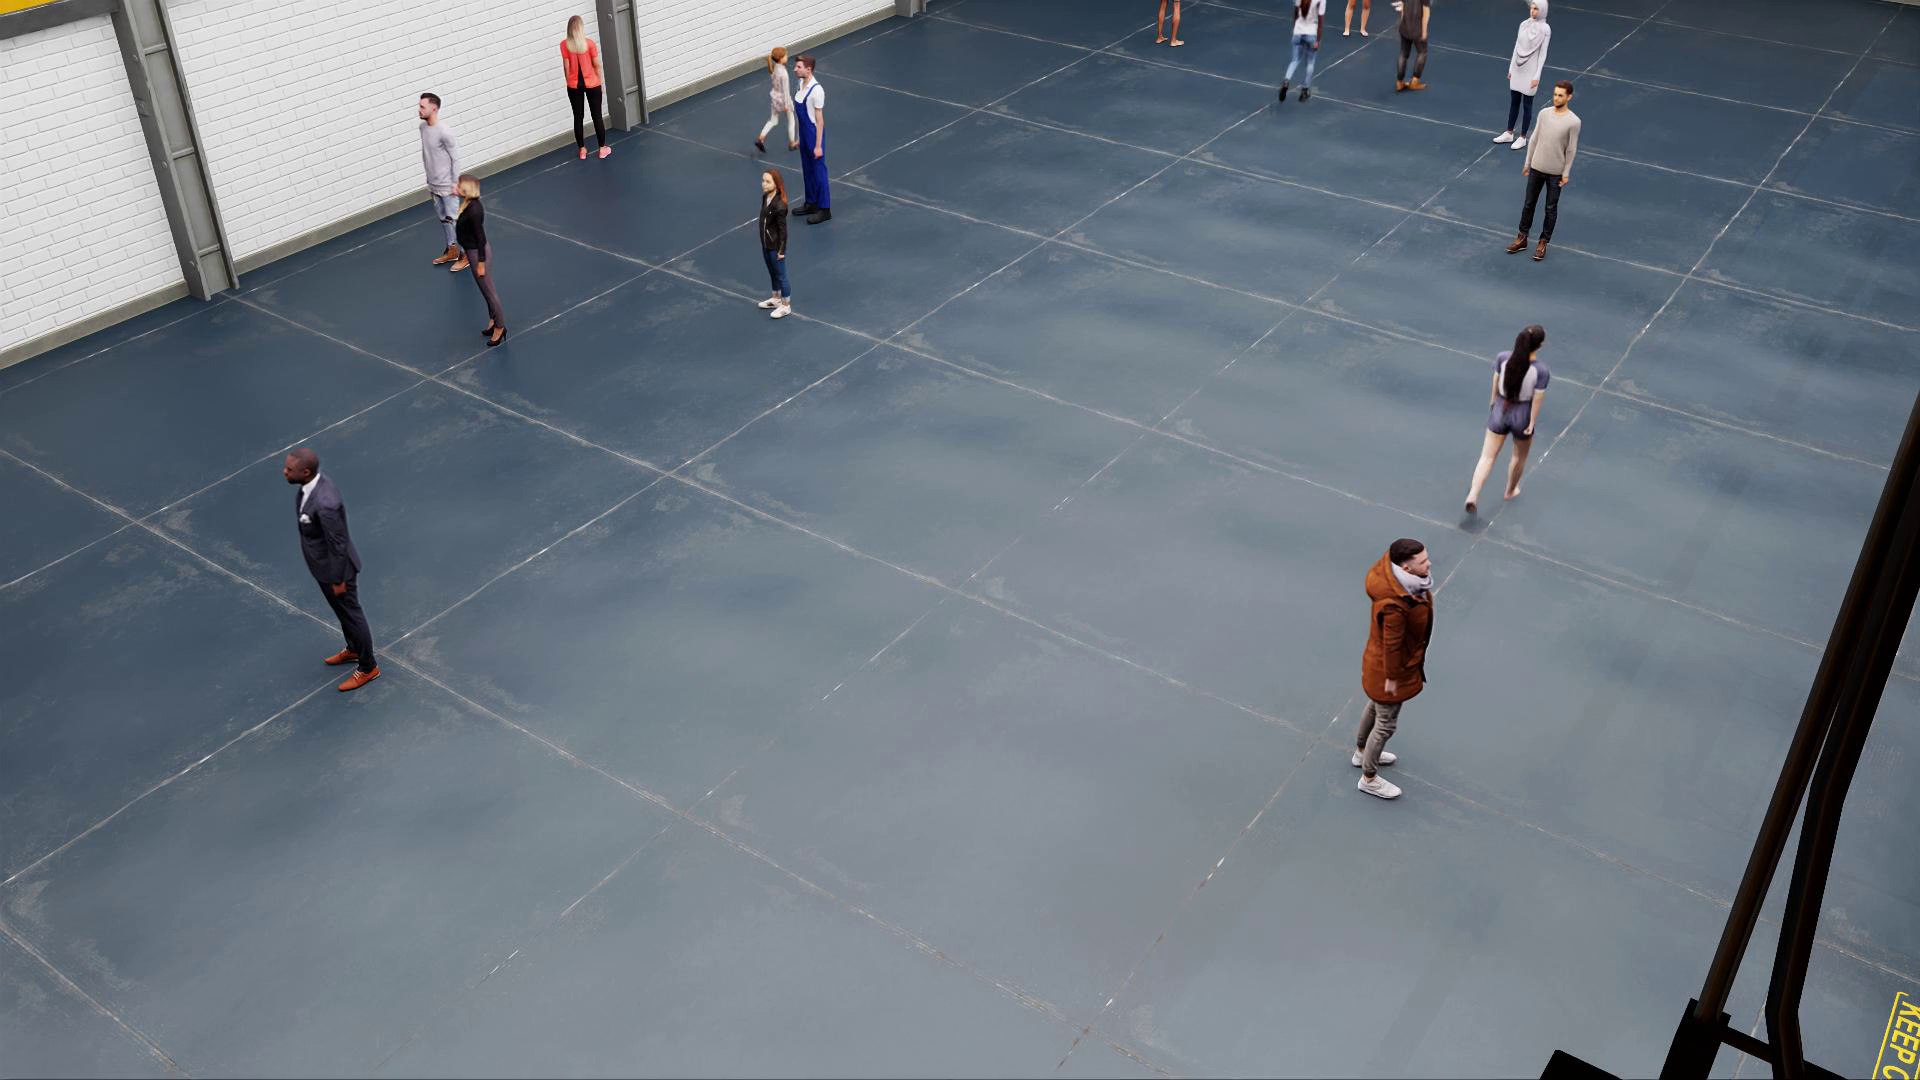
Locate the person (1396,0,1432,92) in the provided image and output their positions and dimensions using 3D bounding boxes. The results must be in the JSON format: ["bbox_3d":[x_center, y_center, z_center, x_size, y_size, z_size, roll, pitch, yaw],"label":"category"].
[{"bbox_3d":[5.892,-6.704,21.724,0.773,1.702,0.749,-22,39,-29],"label":"person"}]

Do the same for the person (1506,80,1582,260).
[{"bbox_3d":[6.120,-3.865,17.303,0.660,1.868,0.583,24,41,32],"label":"person"}]

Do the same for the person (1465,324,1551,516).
[{"bbox_3d":[4.309,-0.922,13.099,0.602,1.621,0.965,23,40,30],"label":"person"}]

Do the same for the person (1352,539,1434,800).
[{"bbox_3d":[2.676,0.769,10.357,0.894,1.839,0.803,4,34,7],"label":"person"}]

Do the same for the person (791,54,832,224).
[{"bbox_3d":[-1.608,-4.390,18.110,0.712,1.849,0.710,-19,38,-26],"label":"person"}]

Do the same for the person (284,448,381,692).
[{"bbox_3d":[-4.256,0.168,11.276,0.749,1.824,0.781,-18,38,-25],"label":"person"}]

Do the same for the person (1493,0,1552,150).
[{"bbox_3d":[6.828,-5.629,20.040,0.649,1.776,0.676,-20,39,-28],"label":"person"}]

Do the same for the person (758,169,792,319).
[{"bbox_3d":[-1.809,-2.904,16.207,0.623,1.482,0.633,-20,38,-27],"label":"person"}]

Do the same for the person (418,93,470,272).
[{"bbox_3d":[-5.310,-3.688,17.063,0.696,1.839,0.566,24,41,32],"label":"person"}]

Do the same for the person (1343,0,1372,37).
[{"bbox_3d":[5.792,-8.063,23.853,0.649,1.609,0.675,1,34,2],"label":"person"}]

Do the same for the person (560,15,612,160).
[{"bbox_3d":[-4.460,-5.372,19.727,0.676,1.694,0.706,-1,34,-1],"label":"person"}]

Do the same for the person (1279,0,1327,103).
[{"bbox_3d":[4.385,-6.418,21.290,0.594,1.706,0.910,23,40,30],"label":"person"}]

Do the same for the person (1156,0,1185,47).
[{"bbox_3d":[2.991,-7.880,23.467,0.670,1.731,0.563,27,42,34],"label":"person"}]

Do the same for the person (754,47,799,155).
[{"bbox_3d":[-2.207,-5.248,19.904,0.949,1.292,0.688,-23,40,-31],"label":"person"}]

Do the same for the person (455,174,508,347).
[{"bbox_3d":[-4.502,-2.637,15.634,0.712,1.671,0.688,-12,35,-17],"label":"person"}]
